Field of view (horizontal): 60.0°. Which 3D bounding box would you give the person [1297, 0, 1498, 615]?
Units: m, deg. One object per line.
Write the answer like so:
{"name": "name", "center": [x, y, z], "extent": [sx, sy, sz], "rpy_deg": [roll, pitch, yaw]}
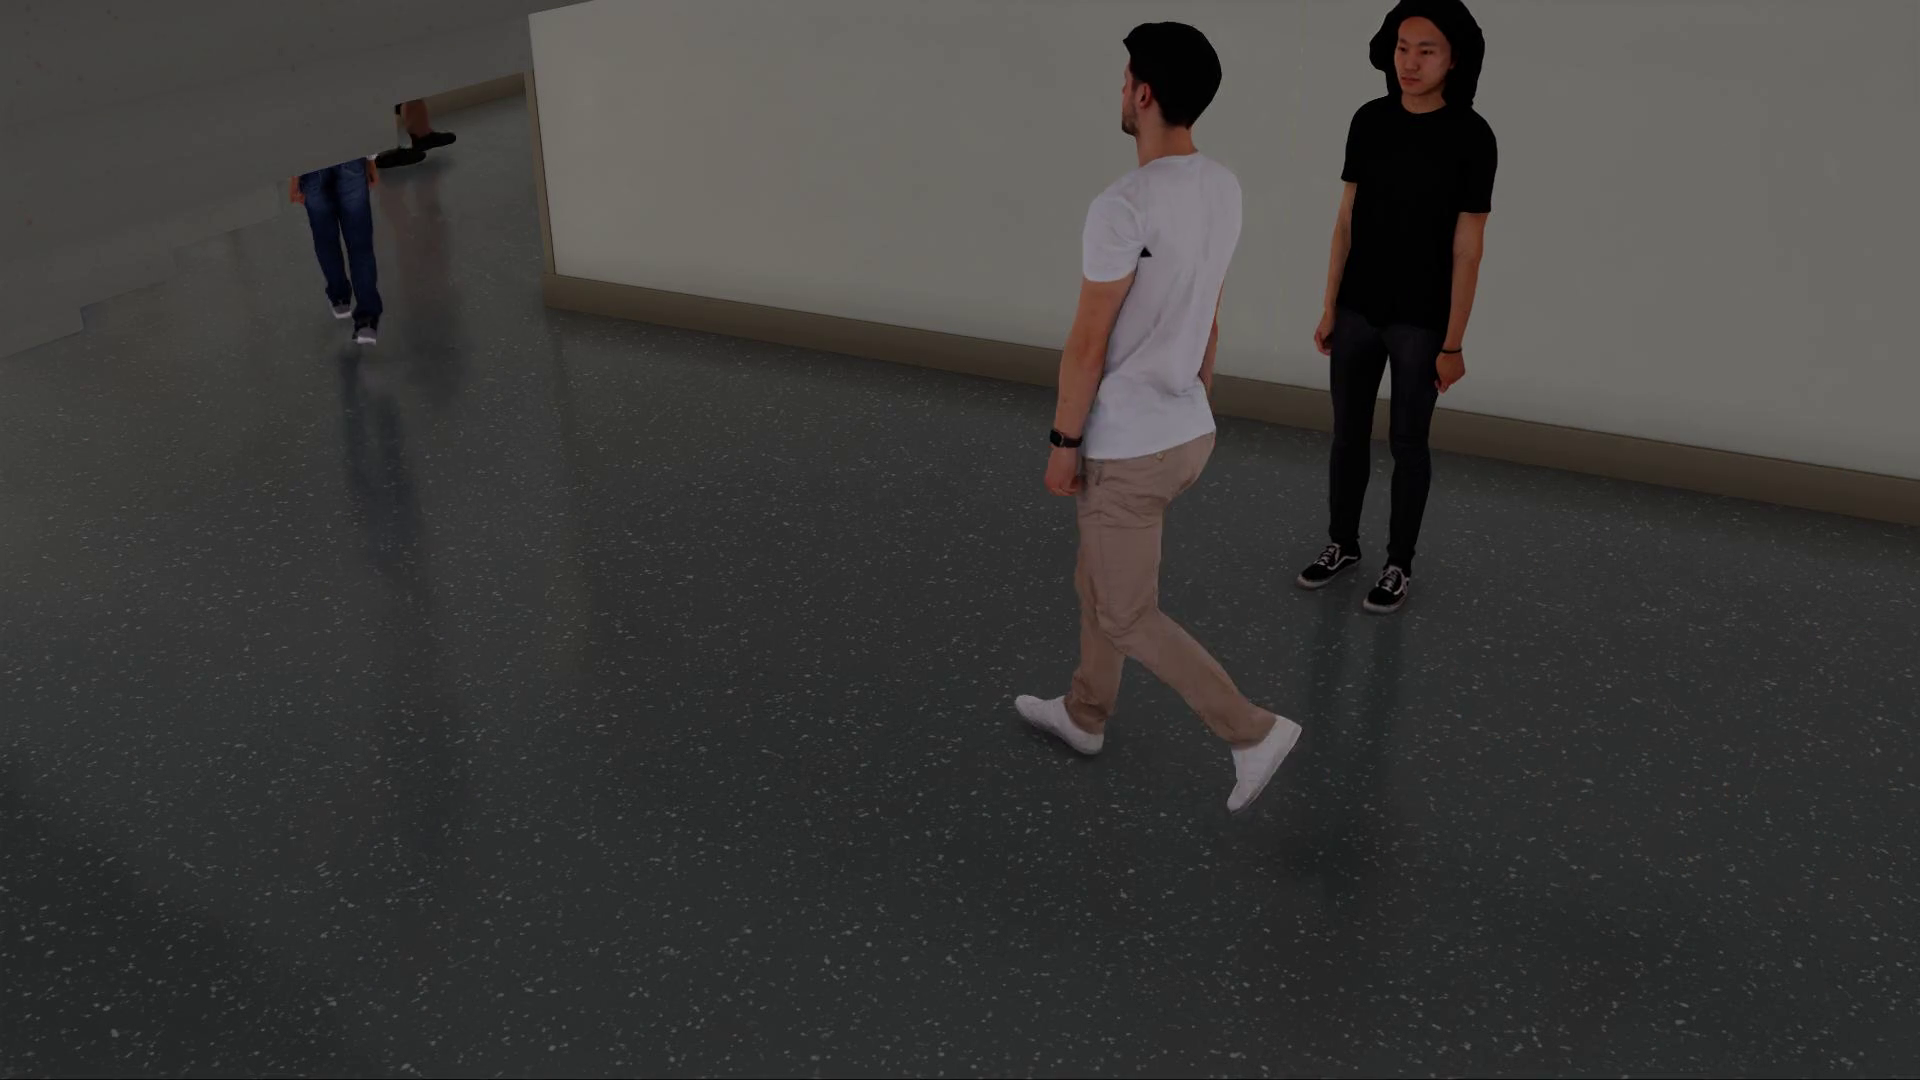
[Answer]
{"name": "person", "center": [1.293, -0.689, 4.893], "extent": [0.764, 1.828, 0.593], "rpy_deg": [-23, 34, -39]}

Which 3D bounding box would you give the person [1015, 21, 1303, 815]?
{"name": "person", "center": [0.482, -0.208, 3.867], "extent": [1.159, 1.866, 0.841], "rpy_deg": [19, 32, 34]}
